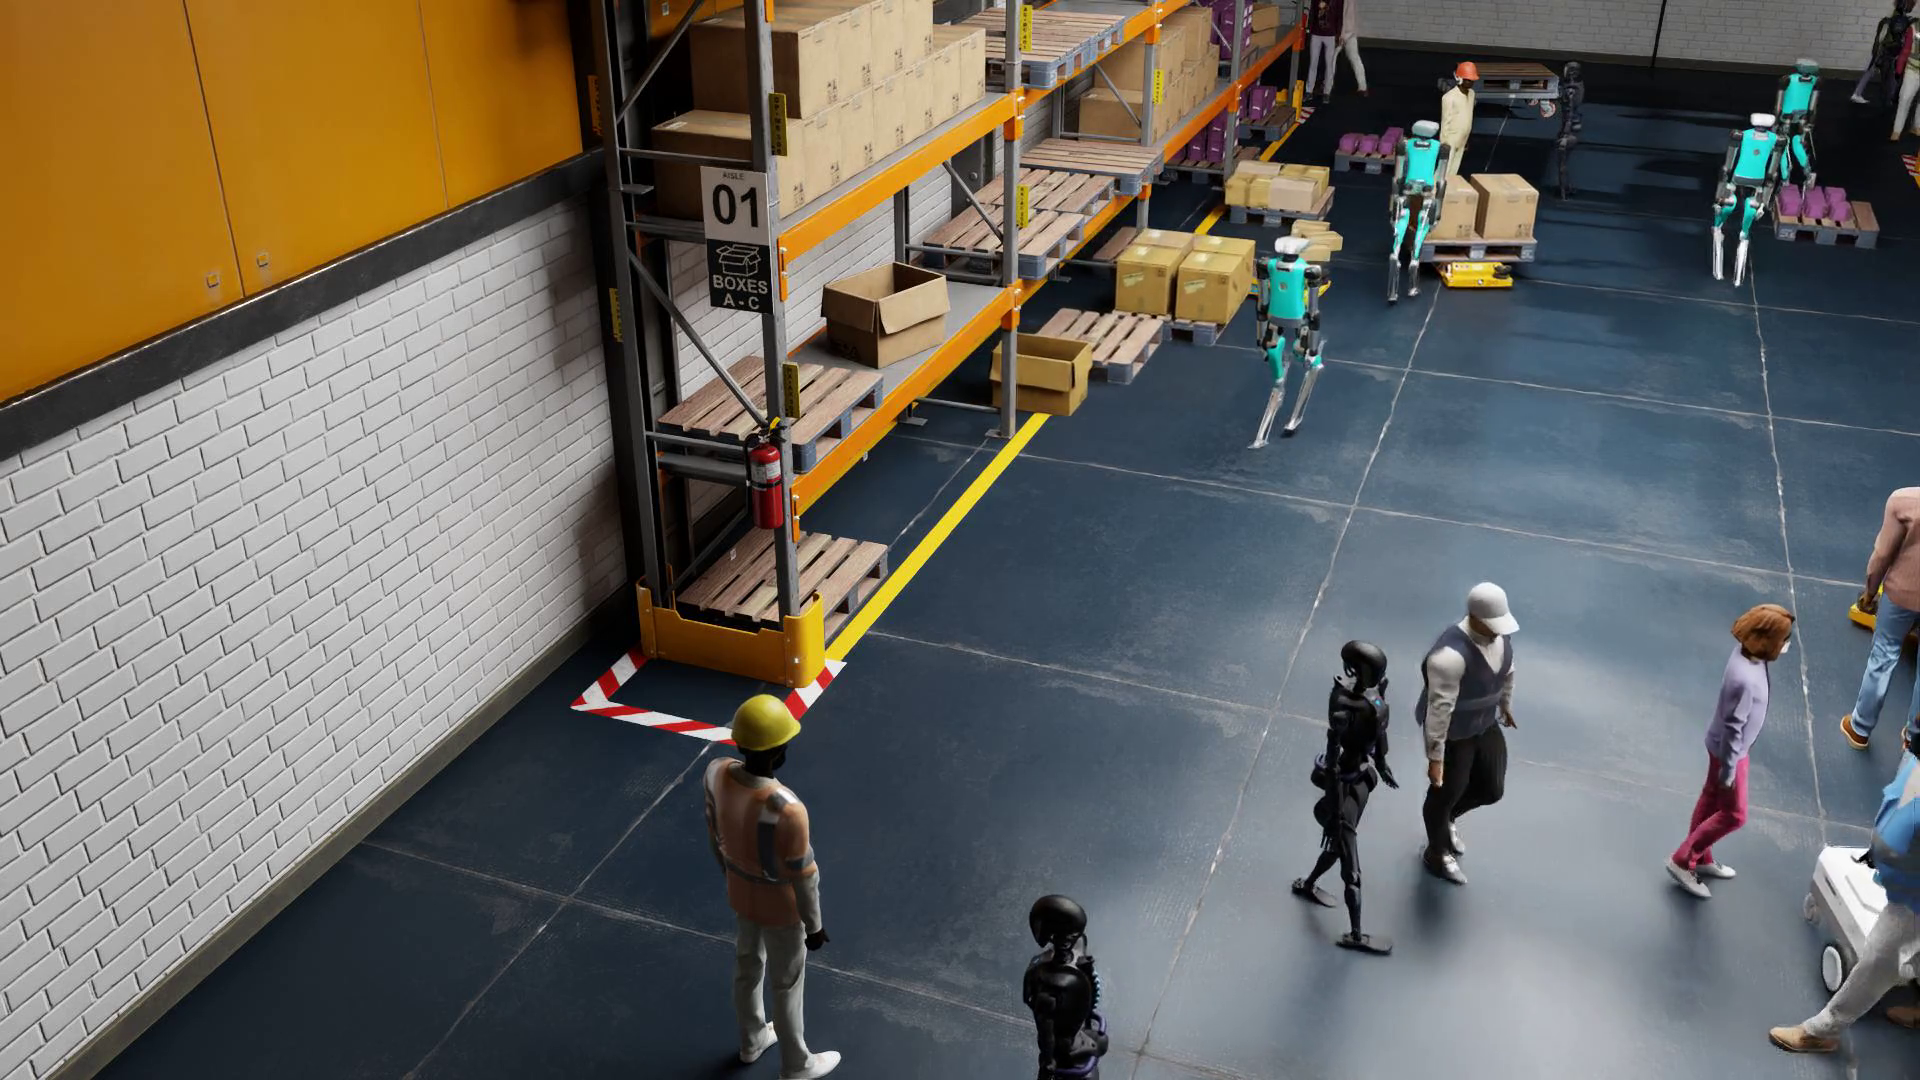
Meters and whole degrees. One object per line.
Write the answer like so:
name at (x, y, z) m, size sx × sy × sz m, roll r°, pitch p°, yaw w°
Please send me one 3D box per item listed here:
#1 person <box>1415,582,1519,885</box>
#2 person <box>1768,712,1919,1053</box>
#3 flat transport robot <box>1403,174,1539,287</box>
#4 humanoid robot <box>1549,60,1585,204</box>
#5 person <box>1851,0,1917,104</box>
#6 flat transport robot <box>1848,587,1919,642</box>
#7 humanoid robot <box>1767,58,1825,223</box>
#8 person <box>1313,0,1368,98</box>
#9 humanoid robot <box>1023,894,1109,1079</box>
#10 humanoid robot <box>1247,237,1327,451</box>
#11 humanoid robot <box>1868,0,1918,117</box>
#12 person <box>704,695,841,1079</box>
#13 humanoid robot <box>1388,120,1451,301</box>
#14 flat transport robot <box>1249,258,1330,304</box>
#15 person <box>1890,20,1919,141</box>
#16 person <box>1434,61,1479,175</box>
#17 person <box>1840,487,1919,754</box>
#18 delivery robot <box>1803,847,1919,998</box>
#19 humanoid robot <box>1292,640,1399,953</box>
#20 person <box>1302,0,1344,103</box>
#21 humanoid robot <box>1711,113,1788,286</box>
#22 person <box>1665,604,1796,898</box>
person at (2.528, 0.951, 8.304) m, size 0.718 × 1.737 × 0.494 m, roll -16°, pitch 31°, yaw -28°
person at (4.169, 1.481, 7.230) m, size 0.870 × 1.802 × 0.653 m, roll 4°, pitch 28°, yaw 7°
flat transport robot at (5.285, -2.973, 17.517) m, size 0.659 × 0.231 × 1.431 m, roll 0°, pitch 27°, yaw 0°
humanoid robot at (7.178, -4.799, 19.532) m, size 0.424 × 1.646 × 0.601 m, roll 8°, pitch 28°, yaw 16°
person at (13.500, -7.108, 24.098) m, size 0.832 × 1.580 × 0.512 m, roll 6°, pitch 28°, yaw 11°
flat transport robot at (6.537, 0.600, 10.586) m, size 0.659 × 0.231 × 1.431 m, roll -20°, pitch 33°, yaw -34°
humanoid robot at (9.577, -4.485, 18.858) m, size 0.545 × 1.769 × 0.946 m, roll -3°, pitch 27°, yaw -5°
person at (5.739, -7.483, 24.509) m, size 0.878 × 1.892 × 0.644 m, roll 23°, pitch 35°, yaw 37°
humanoid robot at (0.388, 2.015, 6.355) m, size 0.782 × 1.622 × 0.609 m, roll 8°, pitch 28°, yaw 16°
humanoid robot at (2.667, -1.595, 13.266) m, size 0.545 × 1.781 × 0.900 m, roll 17°, pitch 32°, yaw 30°
humanoid robot at (13.200, -6.826, 23.466) m, size 0.616 × 1.632 × 0.455 m, roll 16°, pitch 31°, yaw 28°
person at (-0.802, 1.493, 7.046) m, size 0.586 × 1.927 × 0.362 m, roll 21°, pitch 34°, yaw 35°
humanoid robot at (4.392, -3.142, 16.214) m, size 0.539 × 1.753 × 0.789 m, roll 12°, pitch 29°, yaw 21°
flat transport robot at (2.982, -2.658, 16.906) m, size 1.431 × 0.231 × 0.659 m, roll 13°, pitch 30°, yaw 23°
person at (12.896, -6.286, 22.272) m, size 0.655 × 1.810 × 0.566 m, roll 9°, pitch 29°, yaw 17°
person at (5.676, -4.580, 19.012) m, size 0.563 × 1.750 × 0.340 m, roll -24°, pitch 35°, yaw -38°
person at (5.373, 0.299, 9.293) m, size 0.610 × 1.991 × 0.388 m, roll 10°, pitch 29°, yaw 18°
delivery robot at (4.347, 1.823, 7.910) m, size 0.499 × 0.603 × 0.792 m, roll 2°, pitch 27°, yaw 4°
humanoid robot at (1.915, 1.175, 7.967) m, size 0.614 × 1.636 × 0.614 m, roll 19°, pitch 33°, yaw 32°
person at (5.306, -7.375, 24.223) m, size 0.501 × 1.949 × 0.416 m, roll 12°, pitch 30°, yaw 22°
humanoid robot at (7.936, -3.475, 16.891) m, size 0.559 × 1.790 × 0.674 m, roll 9°, pitch 29°, yaw 16°
person at (3.849, 1.034, 8.261) m, size 0.303 × 1.623 × 0.511 m, roll 13°, pitch 30°, yaw 24°
